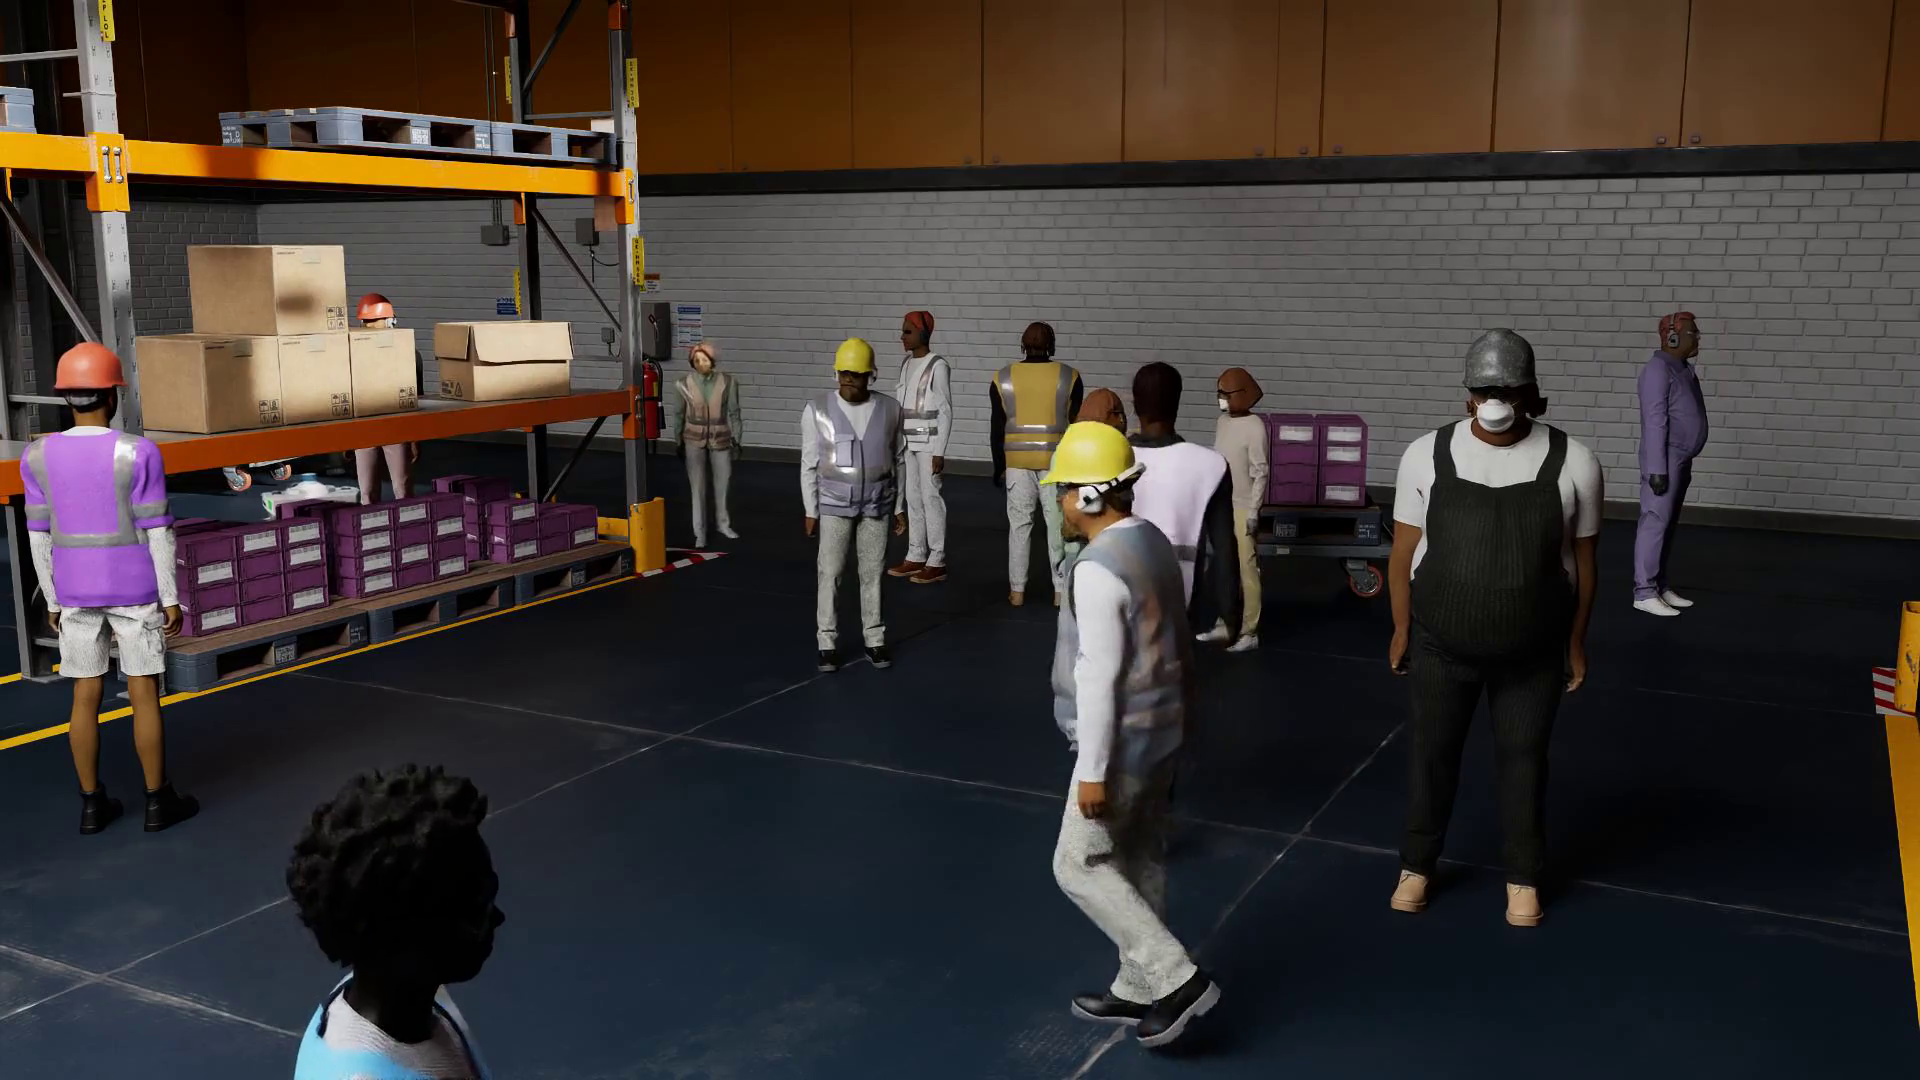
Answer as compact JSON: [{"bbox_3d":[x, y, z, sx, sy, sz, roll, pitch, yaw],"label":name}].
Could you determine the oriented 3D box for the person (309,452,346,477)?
[{"bbox_3d":[-6.637,-1.595,17.049,0.895,1.881,0.609,7,12,36],"label":"person"}]

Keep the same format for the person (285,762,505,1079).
[{"bbox_3d":[-0.668,1.095,2.027,0.318,1.696,0.541,-3,10,-17],"label":"person"}]

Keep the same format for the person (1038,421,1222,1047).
[{"bbox_3d":[0.464,0.566,4.781,0.524,1.809,0.609,4,11,24],"label":"person"}]

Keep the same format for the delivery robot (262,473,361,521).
[{"bbox_3d":[-5.078,-0.282,13.033,0.707,0.478,0.477,-5,11,-28],"label":"delivery robot"}]

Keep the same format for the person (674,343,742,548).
[{"bbox_3d":[-1.981,-0.760,13.068,0.530,1.599,0.622,-2,10,-11],"label":"person"}]

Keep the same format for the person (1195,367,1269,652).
[{"bbox_3d":[1.583,-0.177,9.577,0.281,1.633,0.499,-4,11,-22],"label":"person"}]

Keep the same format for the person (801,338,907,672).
[{"bbox_3d":[-0.569,-0.190,9.093,0.593,1.826,0.403,-3,10,-16],"label":"person"}]

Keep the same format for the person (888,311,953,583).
[{"bbox_3d":[-0.274,-0.646,11.566,0.343,1.882,0.585,-6,11,-31],"label":"person"}]

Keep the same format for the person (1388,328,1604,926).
[{"bbox_3d":[1.790,0.301,5.633,0.688,2.000,0.537,3,10,19],"label":"person"}]

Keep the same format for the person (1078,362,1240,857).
[{"bbox_3d":[0.768,0.246,6.476,0.619,1.867,1.020,3,10,16],"label":"person"}]

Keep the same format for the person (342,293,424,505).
[{"bbox_3d":[-4.112,-0.749,11.842,0.611,1.995,0.375,0,10,2],"label":"person"}]

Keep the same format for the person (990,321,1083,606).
[{"bbox_3d":[0.510,-0.487,10.771,0.619,1.845,0.430,1,10,8],"label":"person"}]

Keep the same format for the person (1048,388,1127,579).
[{"bbox_3d":[0.679,0.081,8.085,0.501,1.631,0.285,3,10,15],"label":"person"}]

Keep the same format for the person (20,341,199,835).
[{"bbox_3d":[-3.331,0.197,6.525,0.545,1.941,0.351,-1,10,-4],"label":"person"}]

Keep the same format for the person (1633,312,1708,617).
[{"bbox_3d":[4.516,-0.486,10.564,0.411,1.913,0.643,7,12,35],"label":"person"}]
